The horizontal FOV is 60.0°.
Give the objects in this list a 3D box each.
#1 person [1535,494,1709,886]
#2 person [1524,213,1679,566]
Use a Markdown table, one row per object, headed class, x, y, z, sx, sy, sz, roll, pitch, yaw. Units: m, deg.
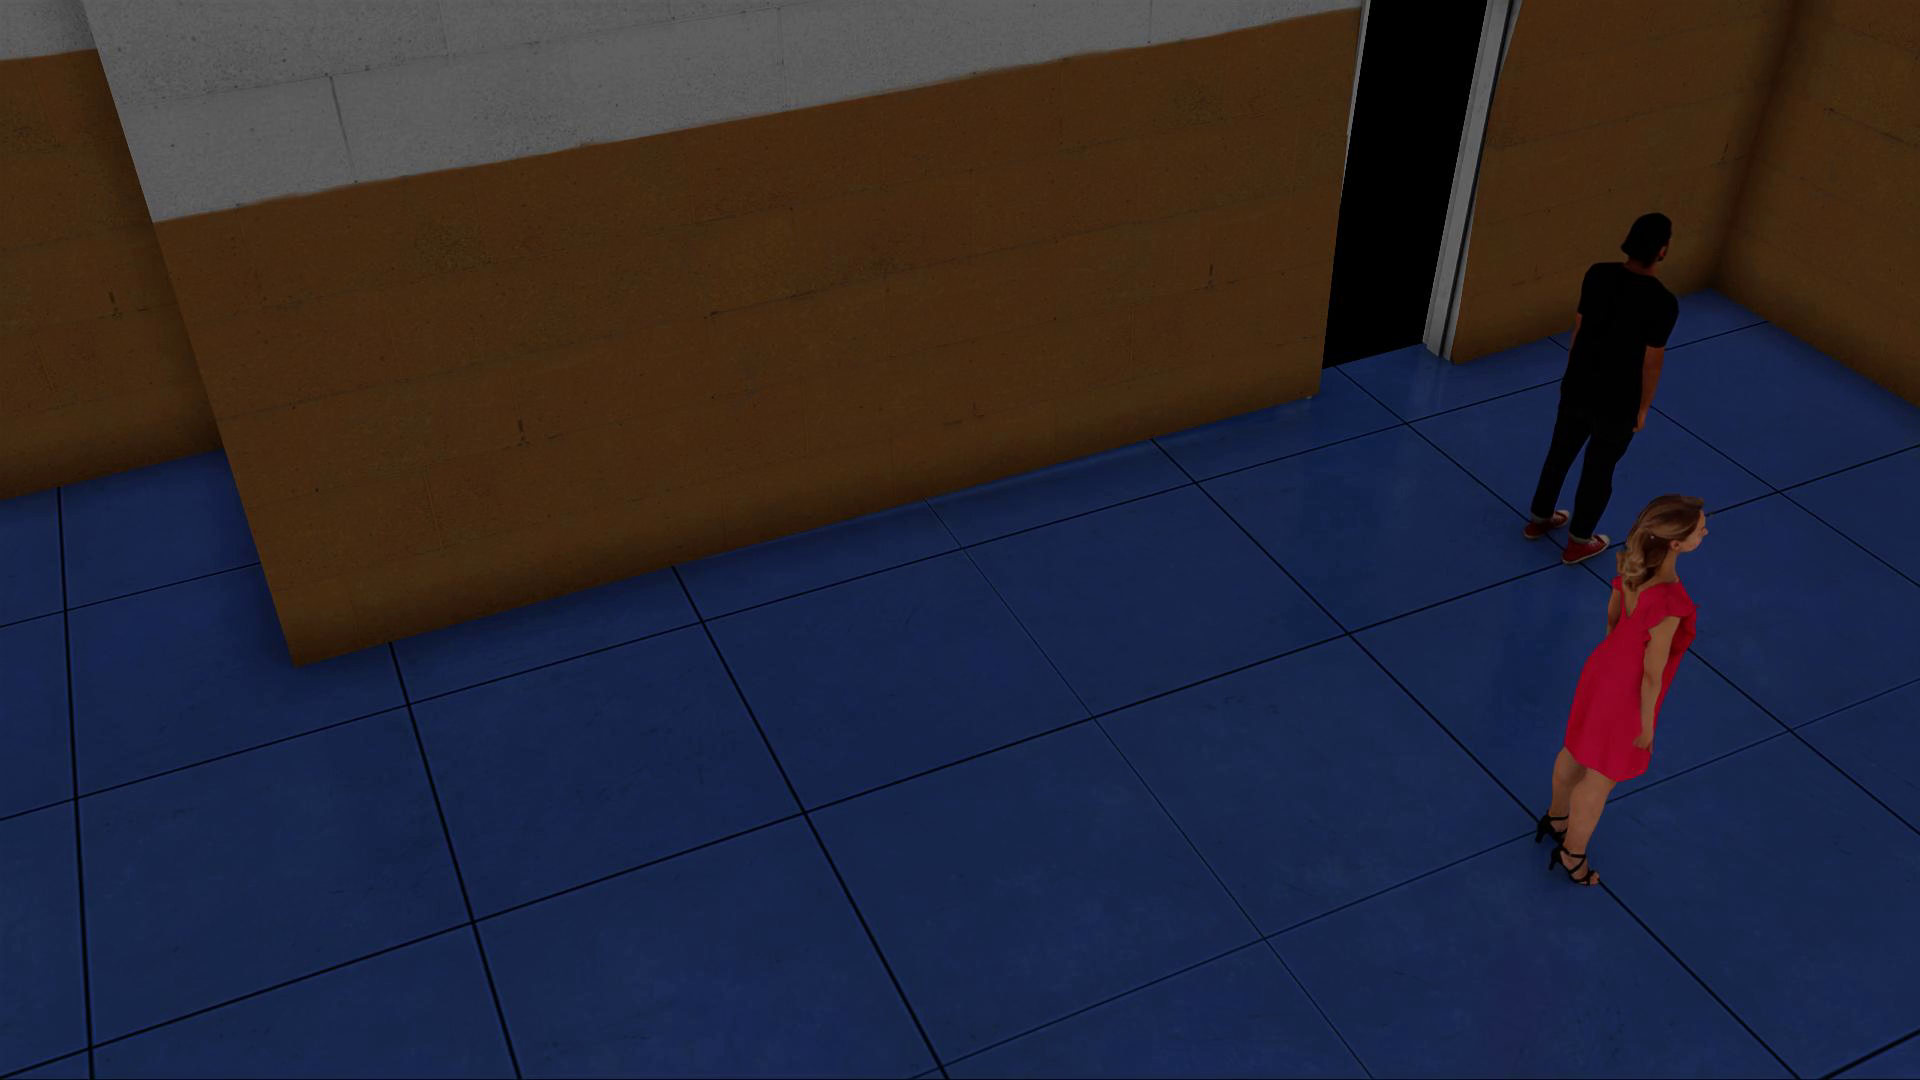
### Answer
| class | x | y | z | sx | sy | sz | roll | pitch | yaw |
| --- | --- | --- | --- | --- | --- | --- | --- | --- | --- |
| person | 2.389 | 0.544 | 6.034 | 0.720 | 1.728 | 0.613 | 1 | 37 | 1 |
| person | 2.953 | -0.688 | 7.651 | 0.728 | 1.757 | 0.569 | -26 | 44 | -30 |
